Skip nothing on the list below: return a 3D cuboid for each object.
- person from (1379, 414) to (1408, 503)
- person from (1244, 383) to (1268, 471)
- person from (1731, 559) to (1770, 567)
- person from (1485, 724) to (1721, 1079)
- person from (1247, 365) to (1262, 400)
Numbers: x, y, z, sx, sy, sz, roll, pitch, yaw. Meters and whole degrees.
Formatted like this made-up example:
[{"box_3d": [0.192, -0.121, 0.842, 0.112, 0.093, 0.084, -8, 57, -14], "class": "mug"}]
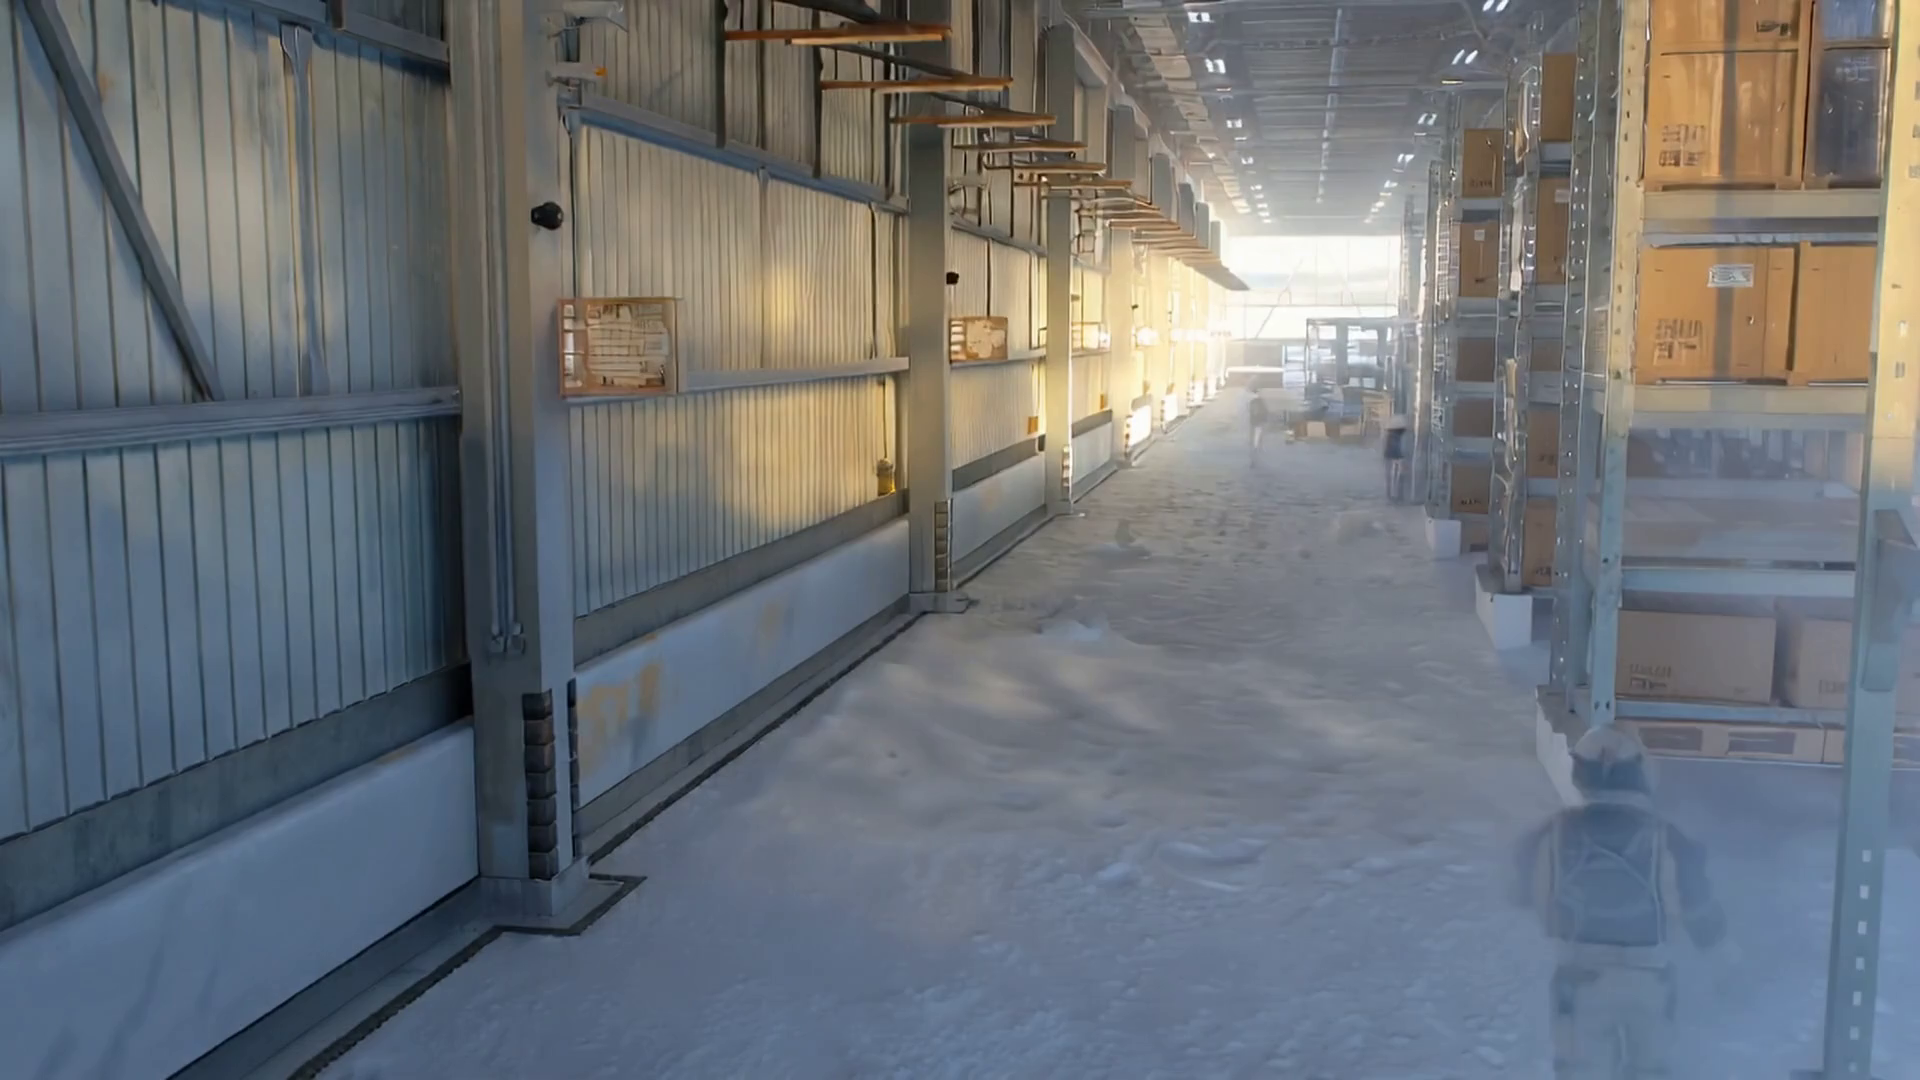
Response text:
[{"box_3d": [7.933, -1.503, 30.493, 0.528, 1.607, 0.795, 1, 7, 7], "class": "person"}, {"box_3d": [6.565, -2.499, 36.978, 0.446, 1.974, 0.641, -5, 9, -37], "class": "person"}, {"box_3d": [6.131, 0.609, 13.053, 0.354, 1.728, 0.511, 1, 7, 7], "class": "person"}, {"box_3d": [2.046, 1.506, 5.380, 0.673, 1.860, 0.966, 2, 7, 14], "class": "person"}, {"box_3d": [11.925, -6.182, 67.206, 0.584, 1.788, 0.958, 3, 8, 19], "class": "person"}]
